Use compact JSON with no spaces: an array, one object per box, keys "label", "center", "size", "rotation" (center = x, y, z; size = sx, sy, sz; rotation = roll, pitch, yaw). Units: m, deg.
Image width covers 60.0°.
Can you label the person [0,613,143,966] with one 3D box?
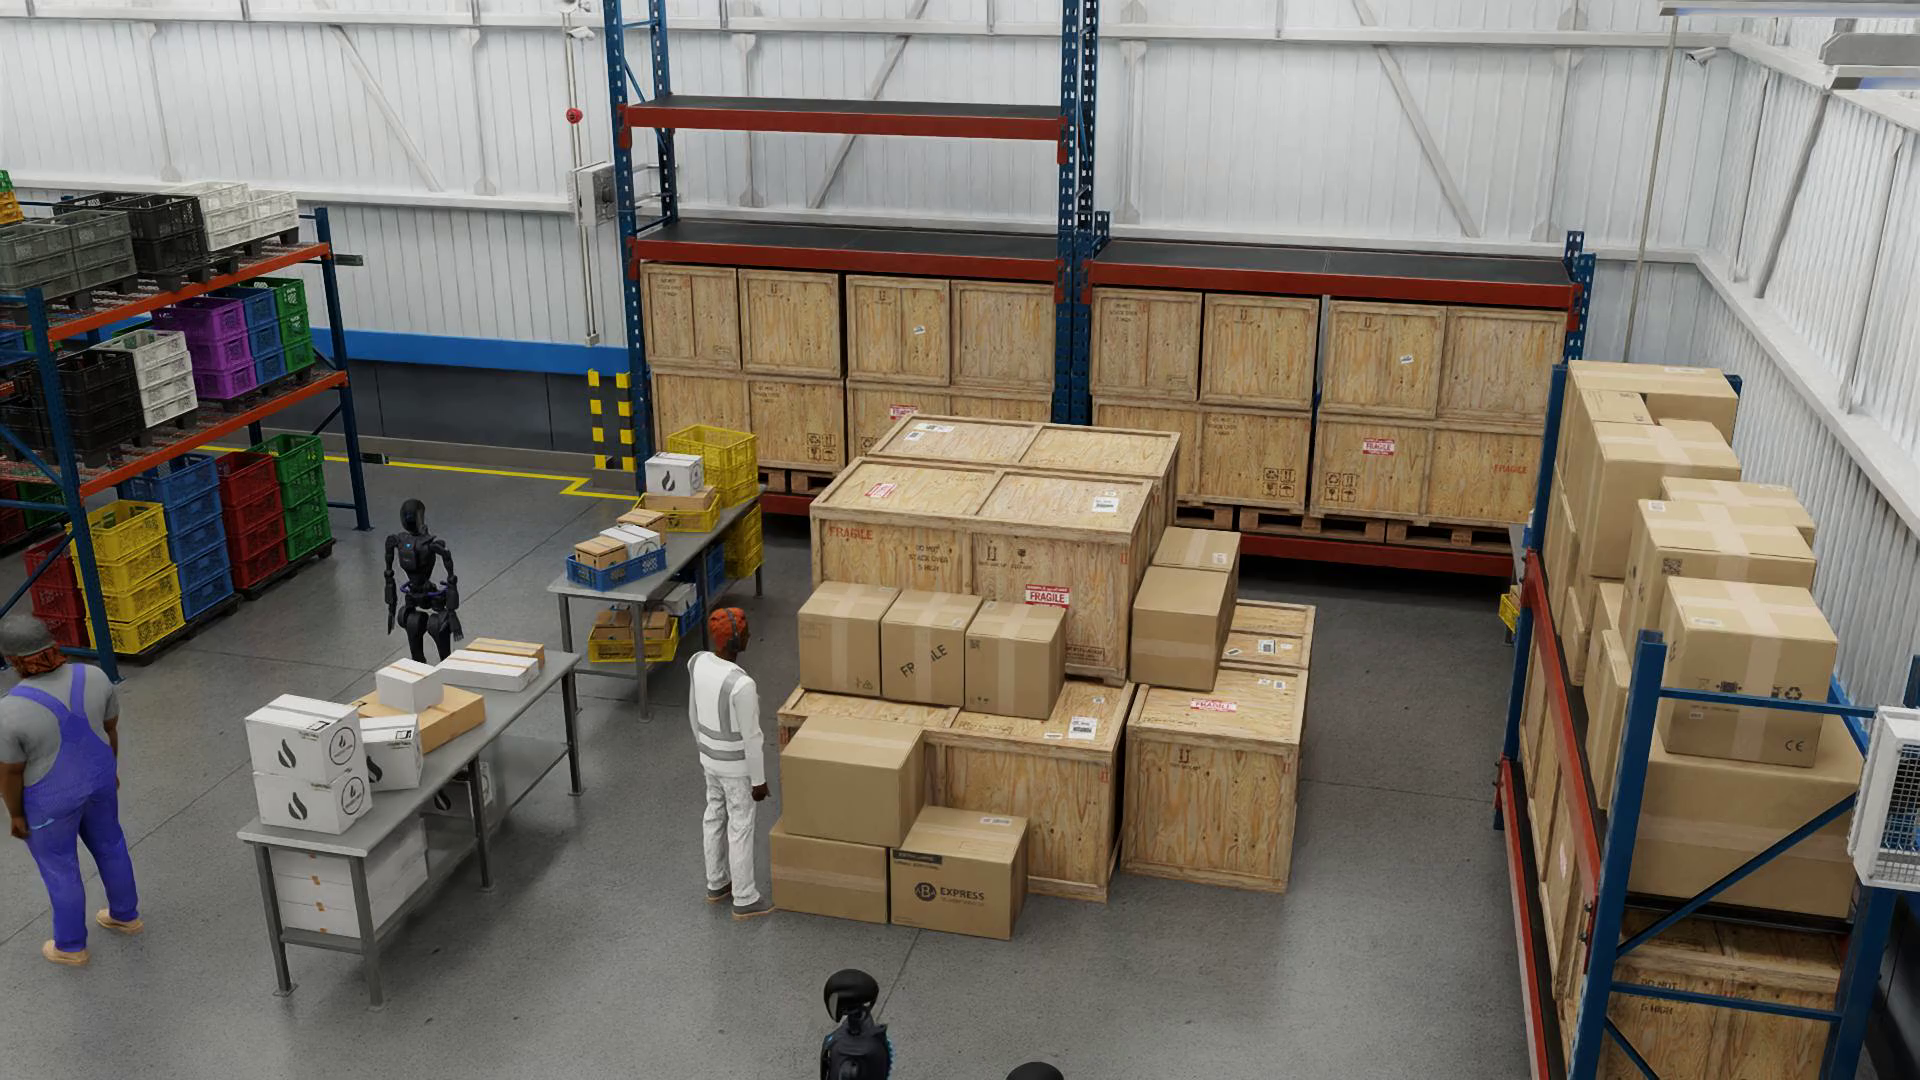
[{"label":"person","center":[-4.924,1.333,9.080],"size":[0.536,2.000,0.680],"rotation":[11,23,26]}]

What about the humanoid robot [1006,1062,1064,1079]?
[{"label":"humanoid robot","center":[0.263,2.635,6.159],"size":[0.324,1.658,0.601],"rotation":[-6,22,-16]}]

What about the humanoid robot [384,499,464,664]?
[{"label":"humanoid robot","center":[-3.781,0.499,11.750],"size":[0.612,1.657,0.308],"rotation":[6,22,14]}]

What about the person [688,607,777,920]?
[{"label":"person","center":[-1.305,1.265,9.475],"size":[0.338,1.882,0.580],"rotation":[-18,27,-39]}]

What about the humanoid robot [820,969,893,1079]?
[{"label":"humanoid robot","center":[-0.415,2.441,6.668],"size":[0.311,1.657,0.616],"rotation":[0,21,1]}]
